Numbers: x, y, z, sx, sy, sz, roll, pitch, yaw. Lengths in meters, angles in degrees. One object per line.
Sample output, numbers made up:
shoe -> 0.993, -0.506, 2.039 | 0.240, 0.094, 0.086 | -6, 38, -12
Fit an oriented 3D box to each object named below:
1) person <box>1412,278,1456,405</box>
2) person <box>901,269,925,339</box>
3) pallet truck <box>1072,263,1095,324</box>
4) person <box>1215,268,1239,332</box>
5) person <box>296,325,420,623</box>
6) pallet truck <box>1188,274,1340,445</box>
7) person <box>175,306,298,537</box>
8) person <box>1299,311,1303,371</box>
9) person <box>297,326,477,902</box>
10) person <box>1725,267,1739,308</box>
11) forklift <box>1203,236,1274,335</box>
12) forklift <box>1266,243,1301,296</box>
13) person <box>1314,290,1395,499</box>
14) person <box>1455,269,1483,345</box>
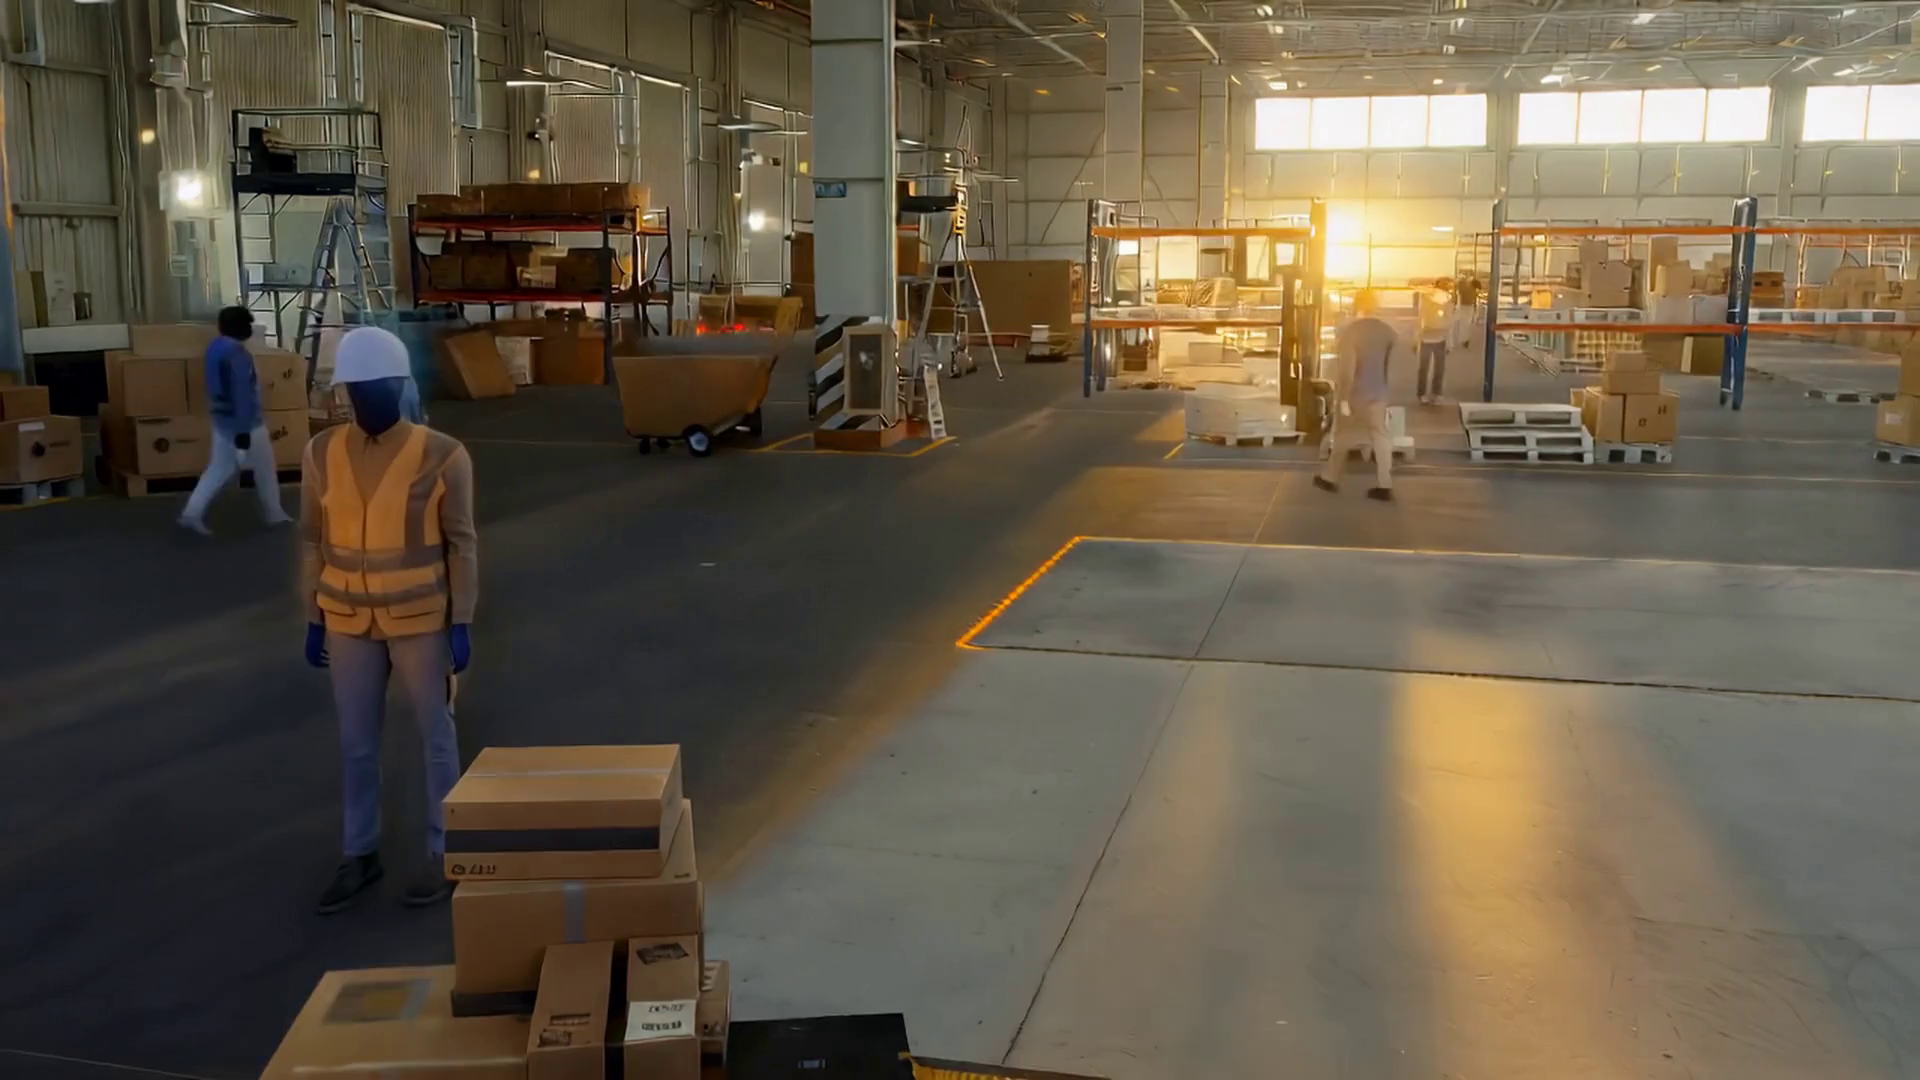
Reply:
person -> 7.016, -2.927, 24.614 | 0.684, 1.855, 0.929 | -1, 10, -8
person -> -1.062, -5.411, 39.140 | 0.545, 1.905, 0.924 | 4, 10, 21
pallet truck -> 4.325, -8.180, 55.162 | 0.823, 1.965, 1.885 | 6, 11, 31
person -> 7.335, -6.523, 45.695 | 0.657, 1.905, 0.575 | 1, 10, 5
person -> -3.358, -0.332, 9.581 | 0.971, 1.790, 0.641 | -2, 10, -13
pallet truck -> 3.653, -2.138, 19.590 | 1.885, 1.965, 0.823 | -4, 10, -20
person -> -5.687, -0.916, 12.961 | 0.633, 1.812, 0.901 | 9, 13, 43
person -> 6.729, -4.102, 31.920 | 0.485, 1.739, 0.319 | -8, 13, -40
person -> -1.931, 0.258, 5.619 | 0.602, 1.949, 0.390 | 1, 10, 3
person -> 24.095, -7.575, 51.942 | 0.977, 1.890, 0.558 | -1, 10, -5
forklift -> 7.821, -7.131, 46.389 | 1.873, 2.768, 1.129 | 2, 10, 14
forklift -> 9.623, -7.643, 49.404 | 1.129, 2.768, 1.873 | -1, 10, -3
person -> 3.660, -1.329, 15.179 | 0.647, 1.879, 1.045 | -4, 10, -23
person -> 12.737, -5.817, 41.602 | 0.638, 1.874, 1.037 | 0, 10, 2
